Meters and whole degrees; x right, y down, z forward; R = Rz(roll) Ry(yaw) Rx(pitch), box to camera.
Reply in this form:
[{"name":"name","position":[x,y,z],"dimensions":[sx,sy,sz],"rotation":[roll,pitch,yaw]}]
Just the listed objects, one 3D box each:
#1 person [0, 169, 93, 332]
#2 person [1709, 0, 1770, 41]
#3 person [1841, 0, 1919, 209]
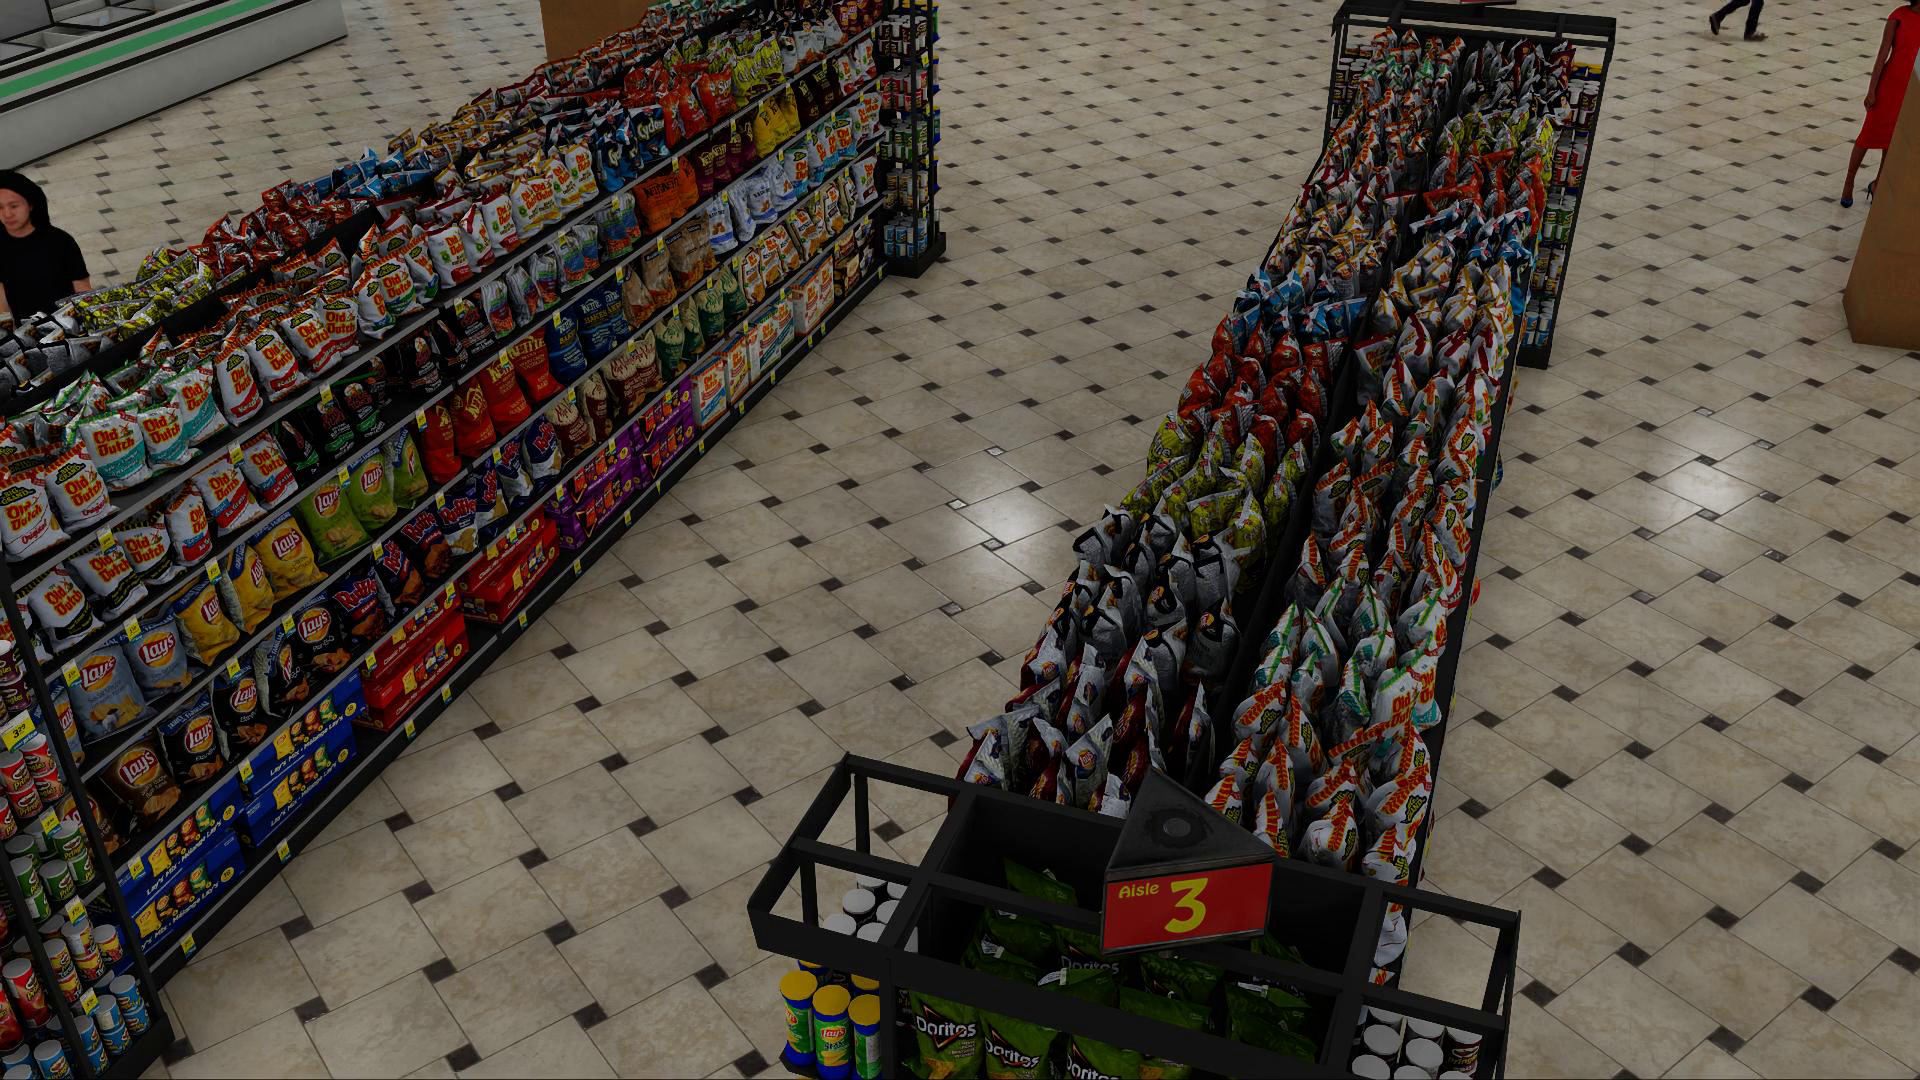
[{"name":"person","position":[-4.559,-1.029,8.467],"dimensions":[0.899,1.813,1.063],"rotation":[-4,32,-6]},{"name":"person","position":[7.687,-5.521,16.178],"dimensions":[0.696,1.295,0.799],"rotation":[3,32,5]},{"name":"person","position":[6.856,-3.288,12.164],"dimensions":[0.615,1.743,0.561],"rotation":[5,32,7]}]
